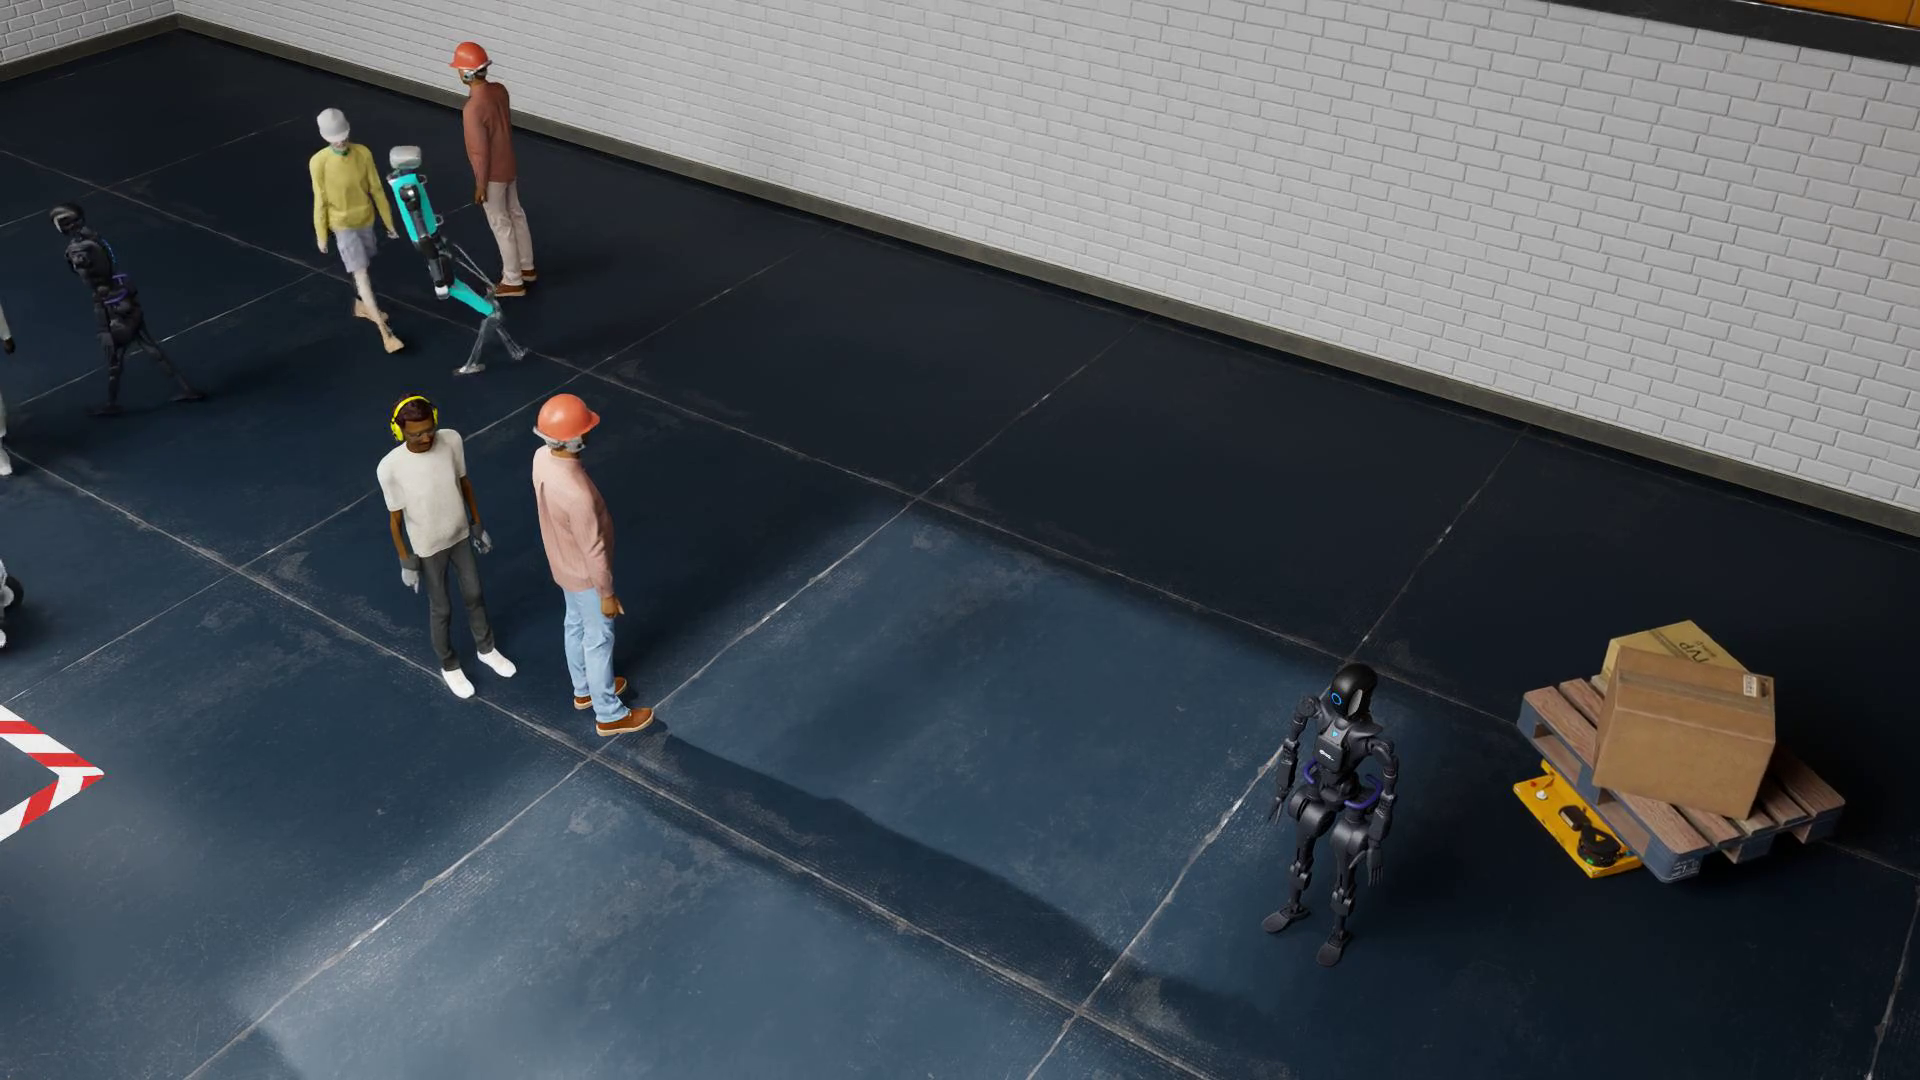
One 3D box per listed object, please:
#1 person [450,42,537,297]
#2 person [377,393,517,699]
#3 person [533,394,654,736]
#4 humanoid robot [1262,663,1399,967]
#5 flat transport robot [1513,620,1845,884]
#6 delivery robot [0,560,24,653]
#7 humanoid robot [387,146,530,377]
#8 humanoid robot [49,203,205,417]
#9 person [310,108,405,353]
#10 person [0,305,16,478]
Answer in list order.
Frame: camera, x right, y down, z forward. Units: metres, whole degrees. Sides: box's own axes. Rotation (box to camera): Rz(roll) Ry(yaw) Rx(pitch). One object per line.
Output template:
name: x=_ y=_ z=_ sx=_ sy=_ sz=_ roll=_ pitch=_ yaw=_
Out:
person: x=-3.608 y=-2.851 z=12.835 sx=0.393 sy=1.991 sz=0.620 roll=6 pitch=35 yaw=8
person: x=-2.740 y=0.028 z=8.844 sx=0.345 sy=1.856 sz=0.520 roll=27 pitch=43 yaw=33
person: x=-1.924 y=0.137 z=8.565 sx=0.381 sy=1.993 sz=0.621 roll=-21 pitch=40 yaw=-27
humanoid robot: x=1.645 y=1.200 z=7.308 sx=0.315 sy=1.657 sz=0.599 roll=-30 pitch=45 yaw=-35
flat transport robot: x=3.619 y=1.274 z=8.443 sx=1.431 sy=0.231 sz=0.659 roll=-11 pitch=37 yaw=-16
delivery robot: x=-5.799 y=0.368 z=9.503 sx=0.805 sy=0.612 sz=0.499 roll=-10 pitch=36 yaw=-14
humanoid robot: x=-3.484 y=-1.934 z=11.821 sx=0.865 sy=1.857 sz=0.530 roll=-12 pitch=37 yaw=-17
humanoid robot: x=-5.760 y=-1.577 z=11.337 sx=0.781 sy=1.615 sz=0.624 roll=-9 pitch=36 yaw=-12
person: x=-4.421 y=-2.311 z=12.206 sx=0.550 sy=1.827 sz=0.983 roll=-29 pitch=44 yaw=-35
person: x=-6.568 y=-1.367 z=10.804 sx=0.596 sy=1.887 sz=0.903 roll=-28 pitch=44 yaw=-34
